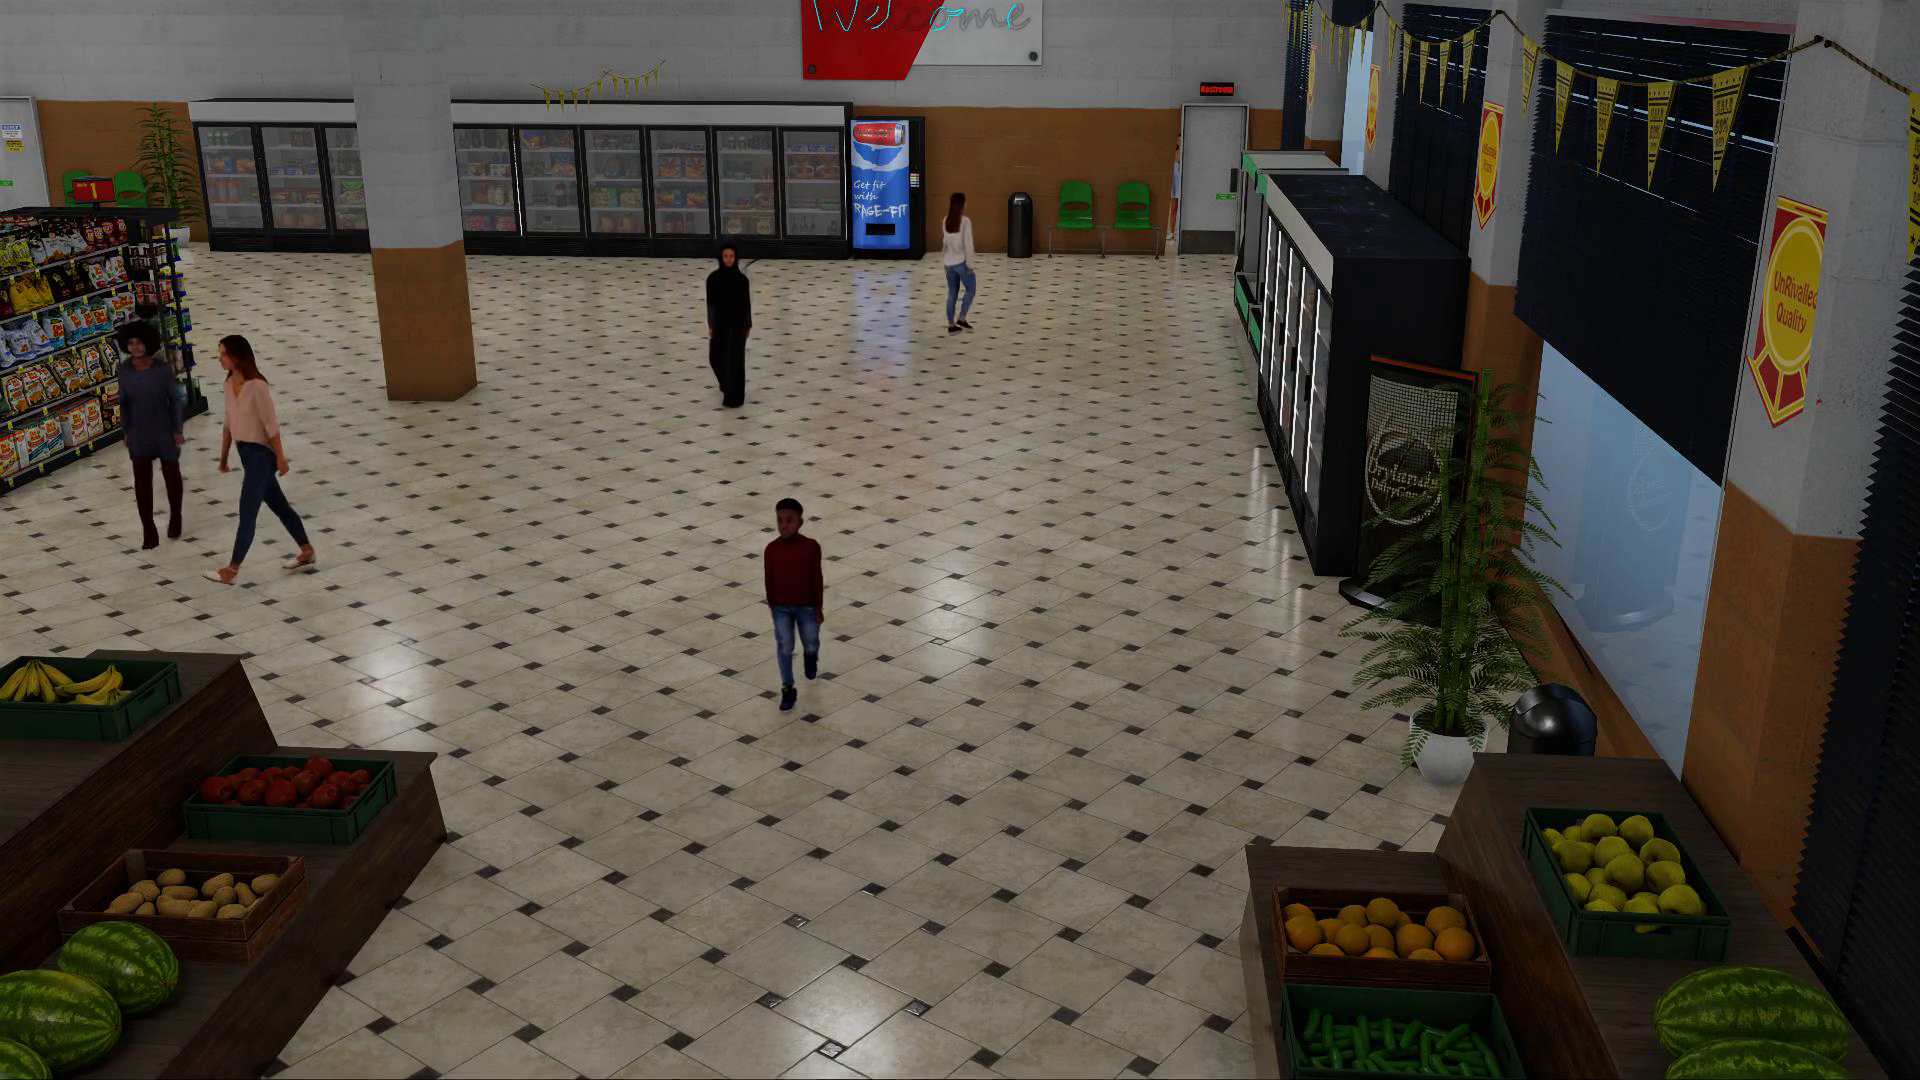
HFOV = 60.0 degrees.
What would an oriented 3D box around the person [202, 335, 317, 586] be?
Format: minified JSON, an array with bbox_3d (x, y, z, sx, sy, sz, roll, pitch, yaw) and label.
[{"bbox_3d":[-4.869,-0.572,11.760,1.013,1.743,1.185,14,23,36],"label":"person"}]

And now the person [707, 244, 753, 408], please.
[{"bbox_3d":[-2.311,-2.168,16.718,0.603,1.599,0.890,0,19,1],"label":"person"}]

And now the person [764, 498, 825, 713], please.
[{"bbox_3d":[-0.964,0.347,9.817,0.540,1.243,0.801,0,19,0],"label":"person"}]

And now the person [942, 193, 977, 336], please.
[{"bbox_3d":[-0.074,-3.281,19.898,0.744,1.676,0.776,15,24,38],"label":"person"}]

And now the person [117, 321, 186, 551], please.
[{"bbox_3d":[-6.069,-0.819,12.578,0.768,1.688,0.942,-4,19,-12],"label":"person"}]
